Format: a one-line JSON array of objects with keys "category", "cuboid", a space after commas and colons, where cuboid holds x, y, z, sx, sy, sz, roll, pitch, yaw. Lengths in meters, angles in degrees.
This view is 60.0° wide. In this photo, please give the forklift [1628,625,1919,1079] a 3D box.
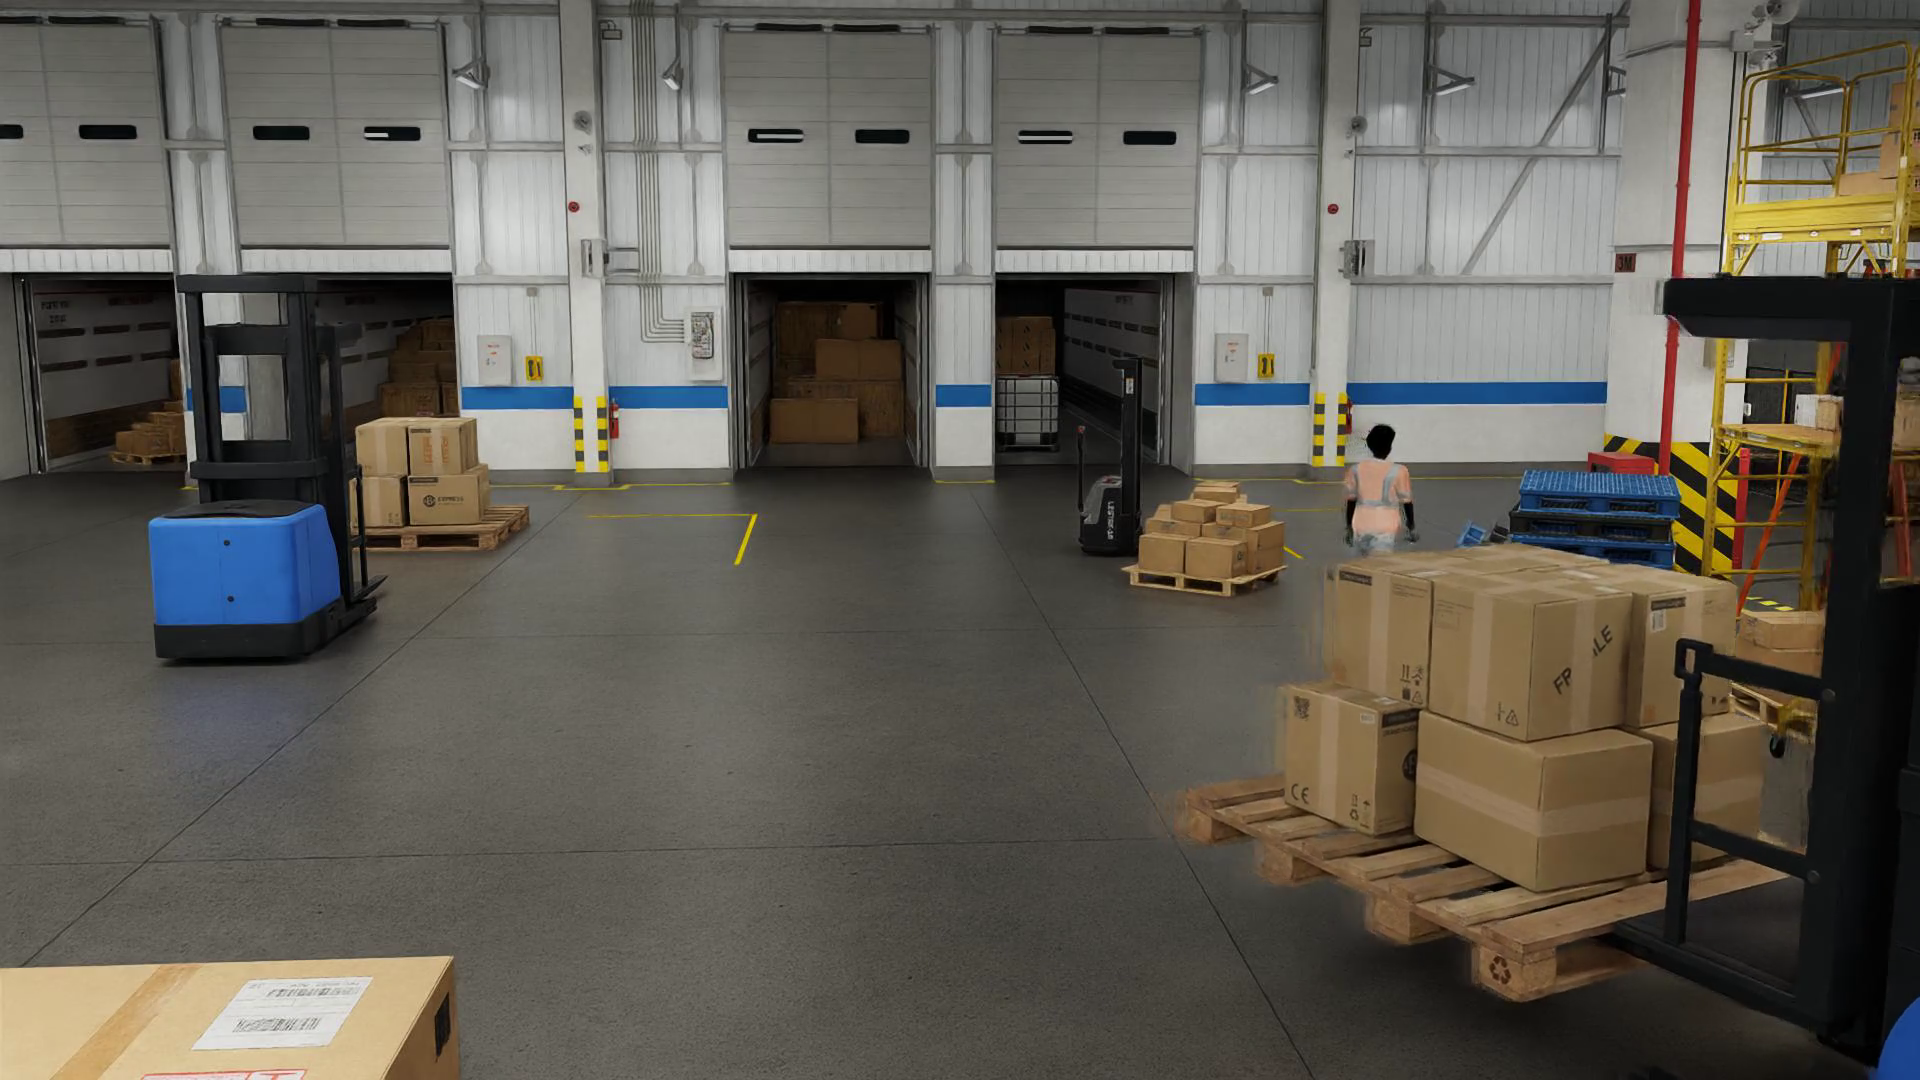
[{"category": "forklift", "cuboid": [3.165, 0.628, 4.803, 1.129, 2.768, 1.873, -5, 10, -27]}]

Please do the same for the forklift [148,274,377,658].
[{"category": "forklift", "cuboid": [-5.347, -0.626, 12.681, 1.129, 2.768, 1.873, -1, 9, -4]}]

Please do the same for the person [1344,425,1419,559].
[{"category": "person", "cuboid": [3.323, -0.084, 13.133, 0.903, 1.642, 0.540, -8, 12, -42]}]

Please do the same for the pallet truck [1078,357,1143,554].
[{"category": "pallet truck", "cuboid": [2.088, -0.836, 16.757, 1.885, 1.965, 0.823, 2, 9, 13]}]
